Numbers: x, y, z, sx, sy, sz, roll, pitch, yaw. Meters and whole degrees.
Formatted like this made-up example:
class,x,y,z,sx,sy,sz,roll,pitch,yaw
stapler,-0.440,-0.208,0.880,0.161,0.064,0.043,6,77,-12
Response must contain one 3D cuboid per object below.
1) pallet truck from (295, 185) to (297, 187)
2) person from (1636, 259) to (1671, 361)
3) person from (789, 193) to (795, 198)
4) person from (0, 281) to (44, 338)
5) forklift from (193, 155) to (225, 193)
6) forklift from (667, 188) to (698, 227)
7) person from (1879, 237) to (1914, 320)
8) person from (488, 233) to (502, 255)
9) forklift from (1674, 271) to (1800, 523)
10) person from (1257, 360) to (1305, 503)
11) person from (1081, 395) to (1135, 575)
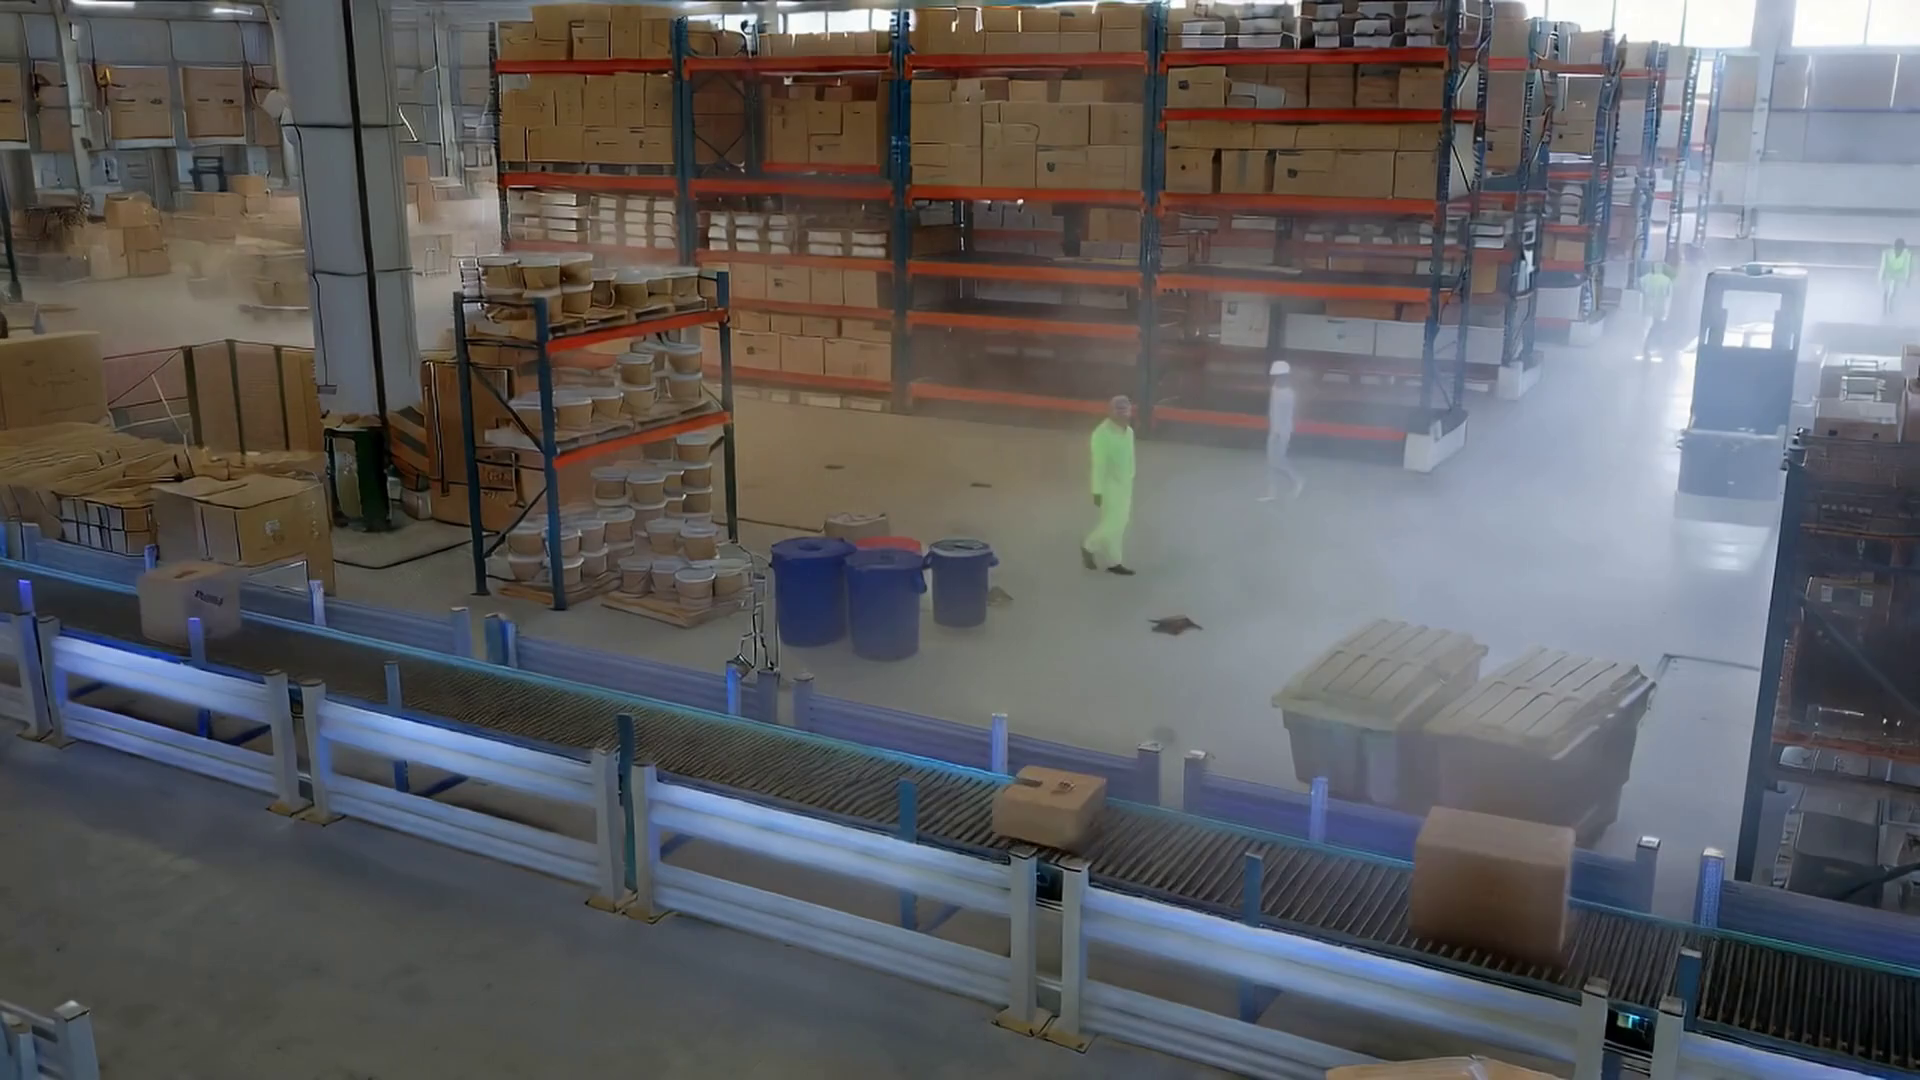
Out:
class,x,y,z,sx,sy,sz,roll,pitch,yaw
pallet truck,-26.804,-14.617,69.738,1.885,1.965,0.823,-14,20,-42
person,13.028,-4.307,31.177,0.399,1.900,0.643,-9,17,-30
person,-5.587,-10.779,55.455,0.575,1.919,0.412,3,15,9
person,-15.326,-3.272,27.250,0.595,1.919,0.391,-6,16,-23
forklift,-26.647,-12.289,59.298,1.129,2.768,1.873,-3,15,-12
forklift,-8.099,-9.401,48.440,1.129,2.768,1.873,8,17,28
person,20.737,-5.787,36.878,0.653,1.827,0.448,8,17,27
person,-10.207,-5.817,36.773,0.353,1.936,0.635,-6,16,-21
forklift,9.269,-1.763,19.726,1.129,2.768,1.873,8,17,27
person,3.899,-1.309,20.162,0.484,1.752,0.547,-6,16,-21
person,1.576,-0.563,17.104,0.474,1.890,0.675,11,19,36
